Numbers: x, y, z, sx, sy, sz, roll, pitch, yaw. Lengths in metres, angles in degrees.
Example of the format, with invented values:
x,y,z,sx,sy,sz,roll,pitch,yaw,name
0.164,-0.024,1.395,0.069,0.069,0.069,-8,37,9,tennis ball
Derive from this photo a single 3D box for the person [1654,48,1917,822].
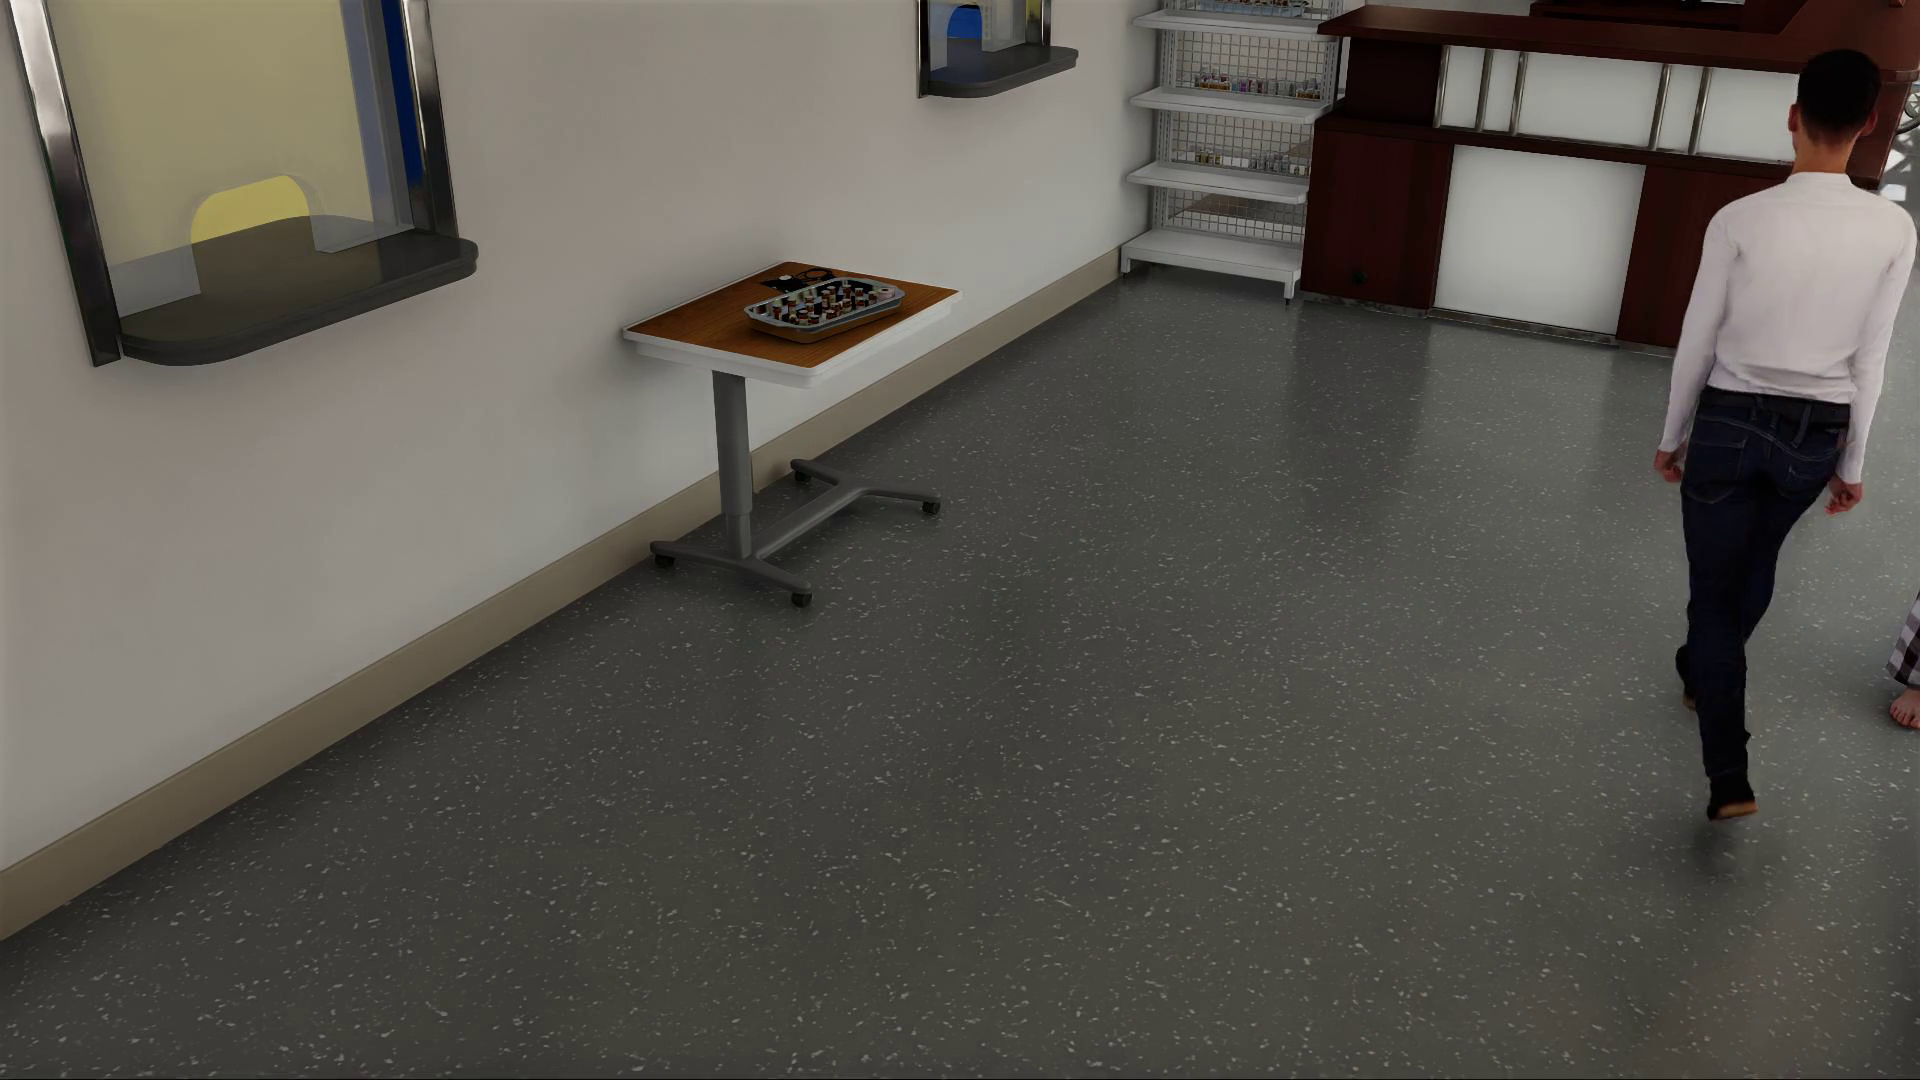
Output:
x,y,z,sx,sy,sz,roll,pitch,yaw,name
1.938,-0.190,3.990,1.269,1.843,0.971,5,26,11,person
